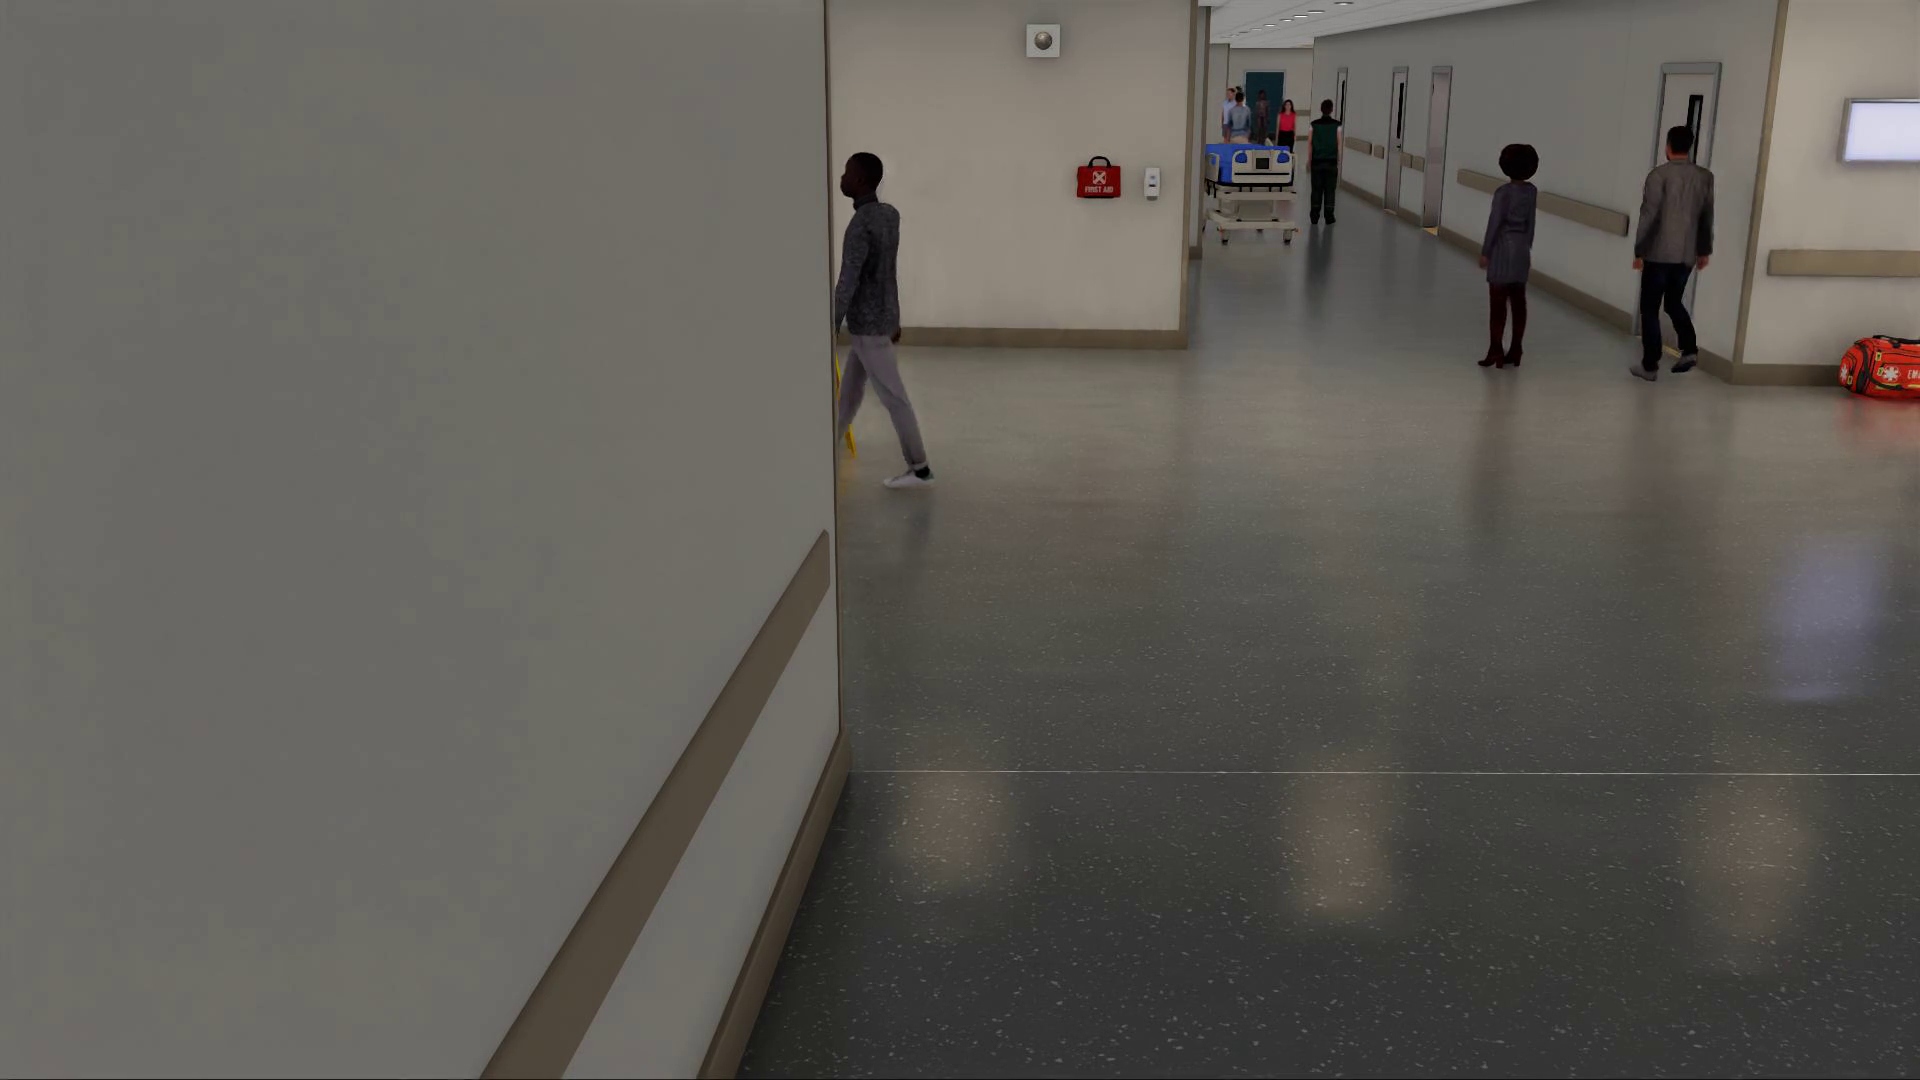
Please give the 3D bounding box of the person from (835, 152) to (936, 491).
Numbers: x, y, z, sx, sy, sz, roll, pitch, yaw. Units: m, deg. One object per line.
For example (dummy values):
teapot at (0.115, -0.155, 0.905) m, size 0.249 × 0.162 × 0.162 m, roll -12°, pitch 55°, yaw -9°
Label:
person at (-0.381, -1.123, 8.927) m, size 1.158 × 1.797 × 0.791 m, roll 3°, pitch 16°, yaw 11°

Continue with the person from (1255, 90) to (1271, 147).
person at (8.801, -12.192, 48.383) m, size 0.976 × 1.692 × 0.675 m, roll 2°, pitch 16°, yaw 8°

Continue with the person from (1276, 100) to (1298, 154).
person at (7.017, -8.627, 35.873) m, size 1.058 × 1.618 × 0.739 m, roll 3°, pitch 16°, yaw 11°

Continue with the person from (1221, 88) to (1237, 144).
person at (7.011, -10.764, 43.059) m, size 0.787 × 1.831 × 0.716 m, roll -14°, pitch 21°, yaw -41°

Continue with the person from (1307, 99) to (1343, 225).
person at (5.515, -5.728, 25.169) m, size 0.588 × 1.842 × 0.749 m, roll 5°, pitch 17°, yaw 17°

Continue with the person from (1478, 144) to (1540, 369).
person at (4.273, -2.200, 12.905) m, size 0.611 × 1.710 × 0.735 m, roll -8°, pitch 18°, yaw -27°

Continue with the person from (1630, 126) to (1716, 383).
person at (5.259, -2.074, 12.197) m, size 0.815 × 1.852 × 0.905 m, roll -4°, pitch 16°, yaw -14°

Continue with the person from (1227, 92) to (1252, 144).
person at (5.641, -8.119, 33.687) m, size 1.030 × 1.827 × 0.829 m, roll 4°, pitch 16°, yaw 13°
